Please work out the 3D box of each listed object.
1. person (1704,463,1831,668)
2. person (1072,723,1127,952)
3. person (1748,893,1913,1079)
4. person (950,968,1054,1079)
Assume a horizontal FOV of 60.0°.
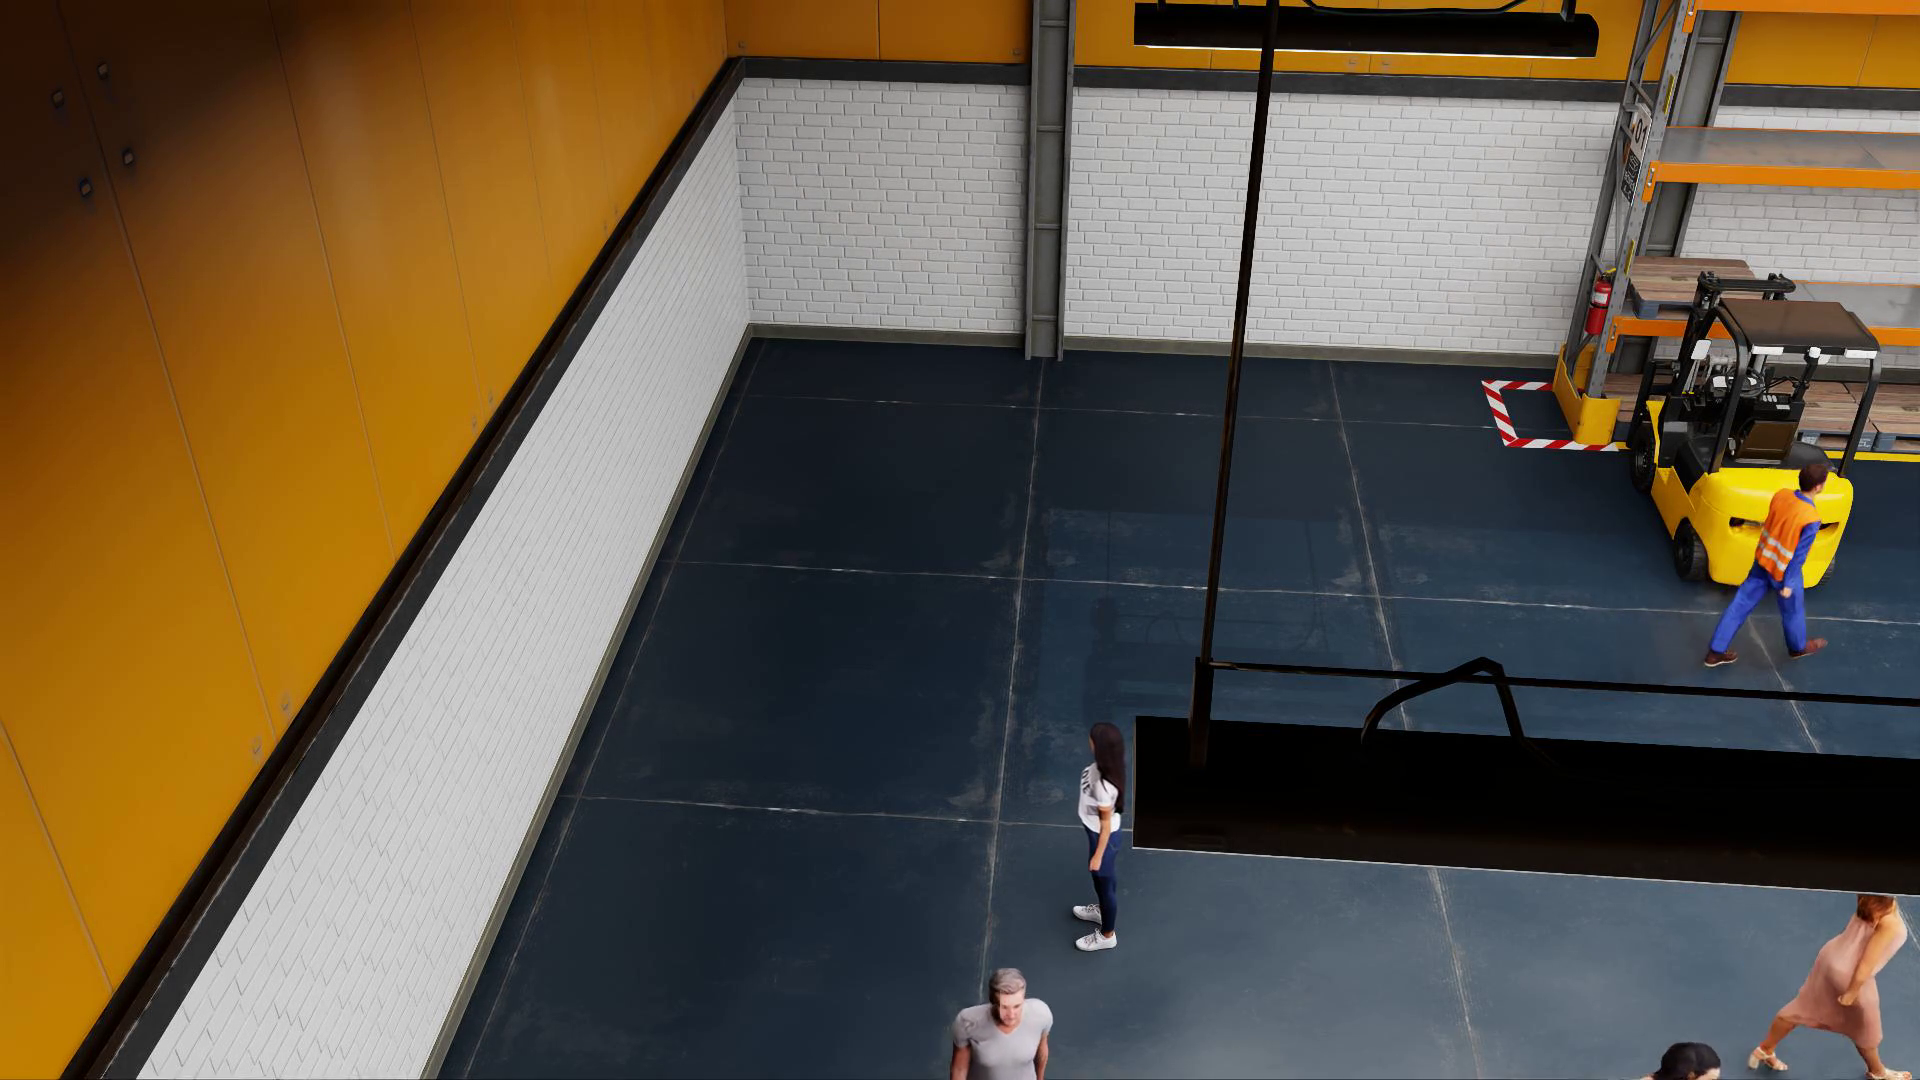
[{"bbox_3d":[6.135,0.246,12.667,1.293,1.810,0.985,-8,34,-12],"label":"person"},{"bbox_3d":[0.898,1.828,10.317,0.511,1.776,0.584,4,34,6],"label":"person"},{"bbox_3d":[4.908,2.434,9.390,1.078,1.792,0.616,4,34,6],"label":"person"},{"bbox_3d":[0.174,2.841,8.773,1.205,1.798,0.970,-4,34,-6],"label":"person"}]
